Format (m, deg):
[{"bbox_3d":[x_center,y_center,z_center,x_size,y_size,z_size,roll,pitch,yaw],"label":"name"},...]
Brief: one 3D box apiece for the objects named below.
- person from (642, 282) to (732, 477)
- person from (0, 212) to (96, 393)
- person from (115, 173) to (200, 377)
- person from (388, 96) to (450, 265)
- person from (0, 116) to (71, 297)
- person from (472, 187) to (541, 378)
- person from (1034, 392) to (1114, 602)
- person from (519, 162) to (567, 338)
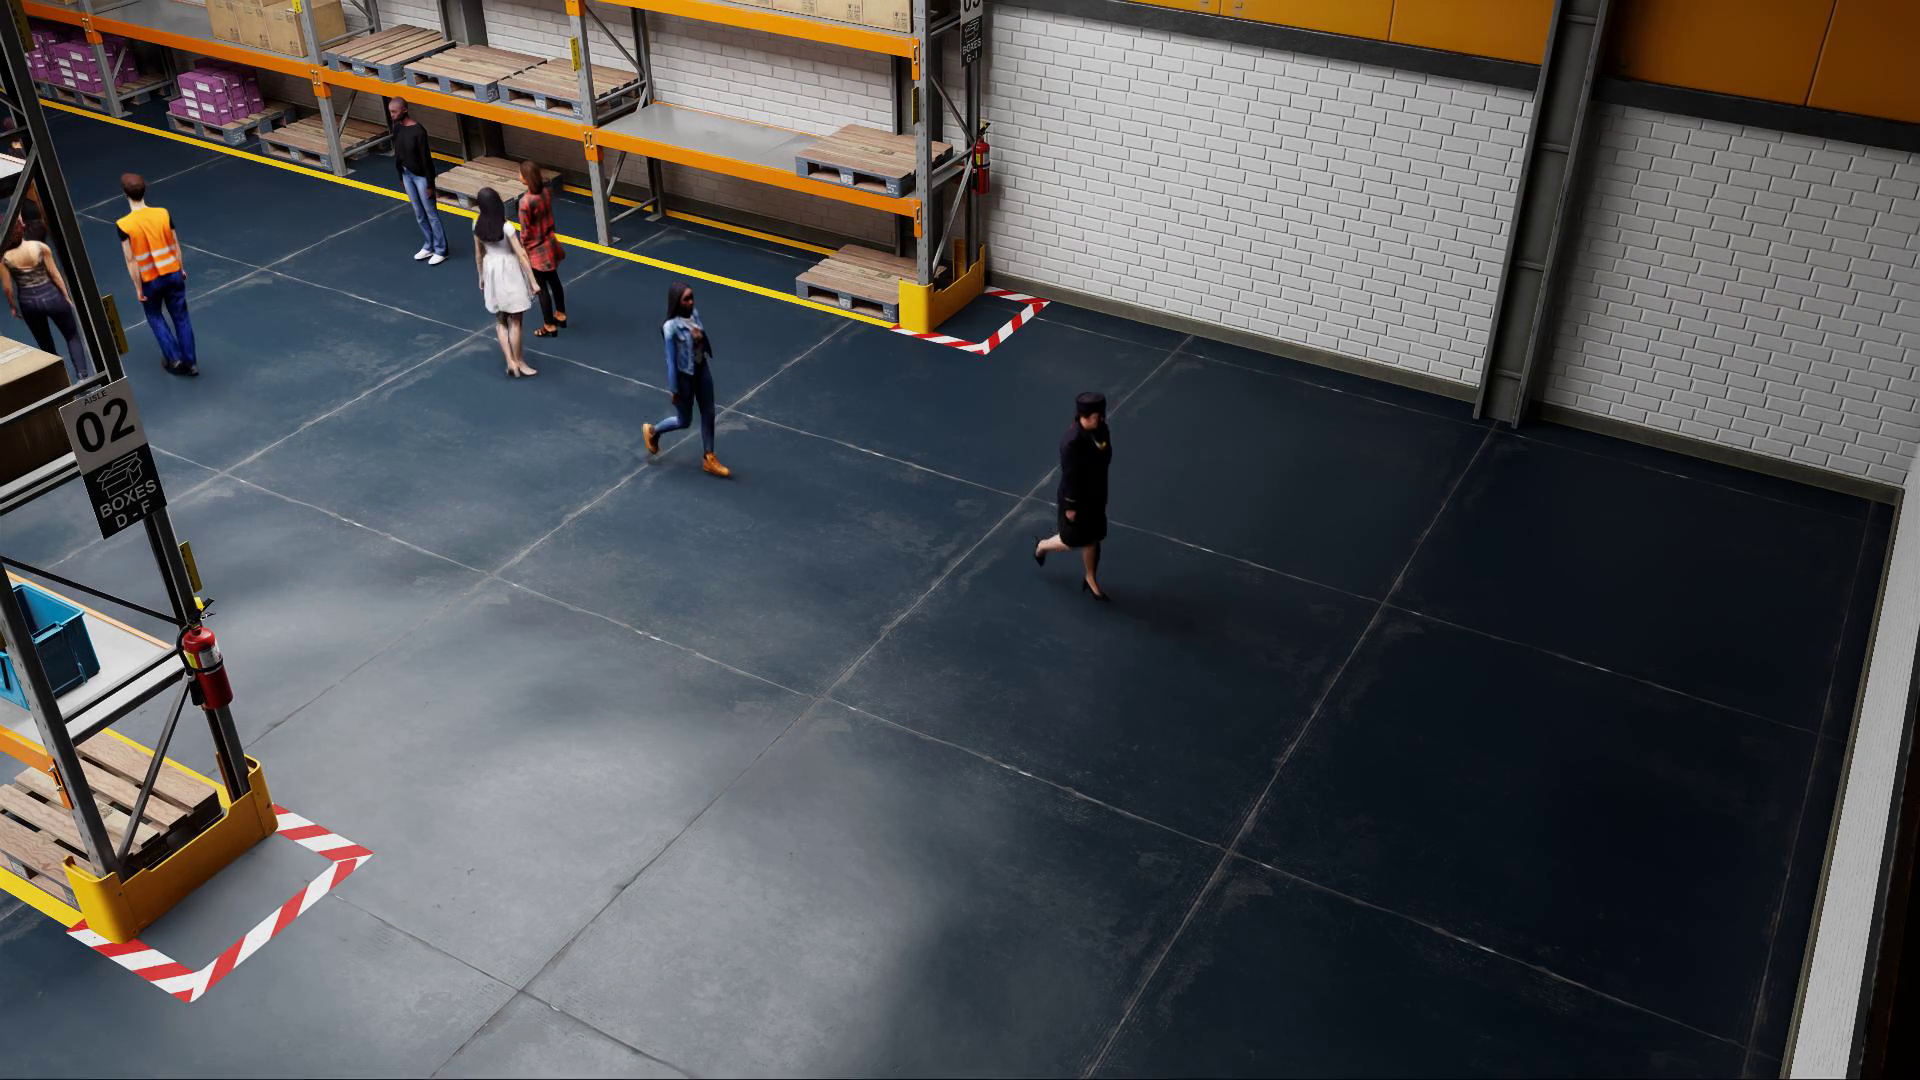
[{"bbox_3d":[-2.270,-1.307,13.494,1.014,1.693,0.646,15,36,21],"label":"person"},{"bbox_3d":[-7.975,-2.004,14.479,0.781,1.763,0.818,-19,38,-26],"label":"person"},{"bbox_3d":[-7.112,-2.321,14.856,0.762,1.873,0.774,-27,42,-34],"label":"person"},{"bbox_3d":[-5.551,-3.710,17.063,0.505,1.745,0.664,15,37,22],"label":"person"},{"bbox_3d":[-8.916,-3.171,16.175,0.954,1.829,1.187,-24,40,-31],"label":"person"},{"bbox_3d":[-4.107,-2.294,14.916,0.651,1.762,0.853,17,37,23],"label":"person"},{"bbox_3d":[0.830,-0.320,12.042,1.000,1.656,0.812,26,41,33],"label":"person"},{"bbox_3d":[-3.933,-2.745,15.650,0.625,1.701,0.671,9,35,13],"label":"person"}]
